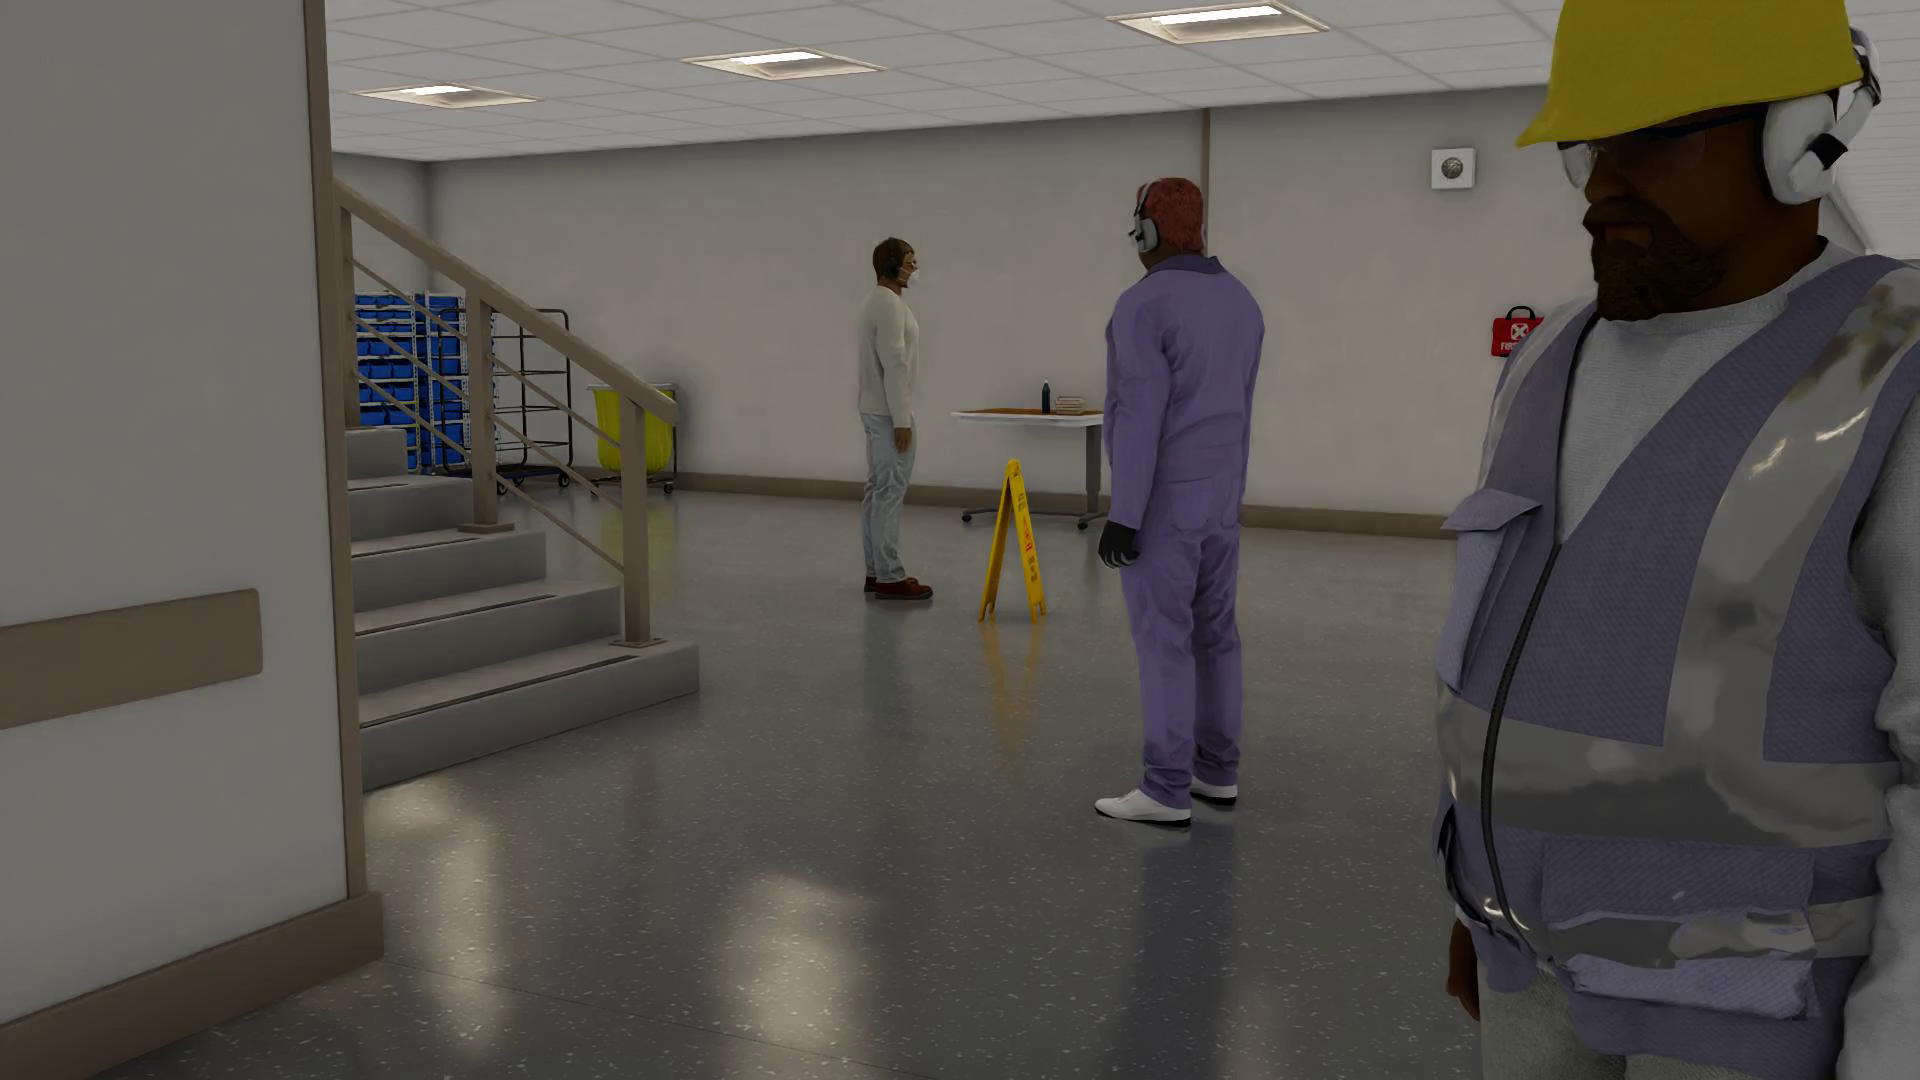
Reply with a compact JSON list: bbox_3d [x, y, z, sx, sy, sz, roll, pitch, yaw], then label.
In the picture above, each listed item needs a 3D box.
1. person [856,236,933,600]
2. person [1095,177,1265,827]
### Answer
[{"bbox_3d":[-0.367,-0.649,8.943,0.372,1.940,0.630,-2,8,-13],"label":"person"},{"bbox_3d":[0.622,-0.112,4.954,0.401,1.900,0.646,7,10,41],"label":"person"}]
